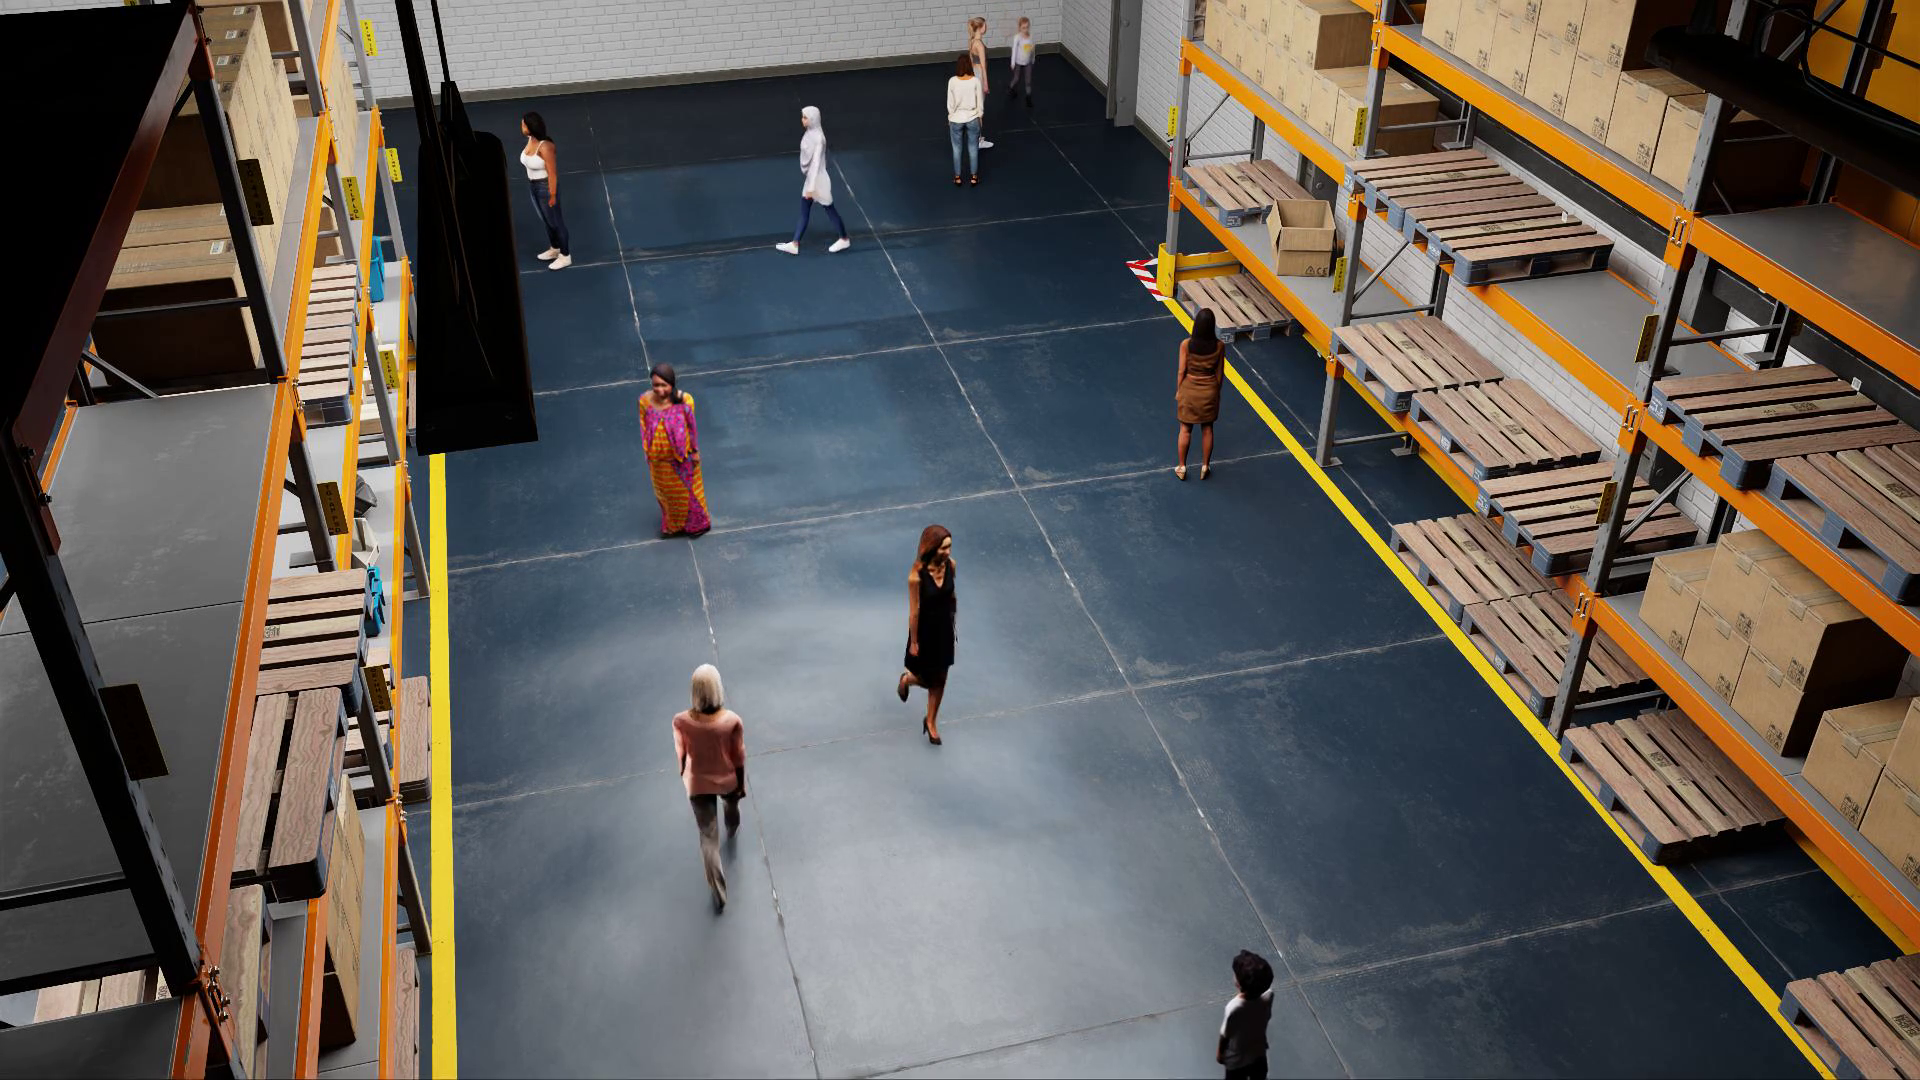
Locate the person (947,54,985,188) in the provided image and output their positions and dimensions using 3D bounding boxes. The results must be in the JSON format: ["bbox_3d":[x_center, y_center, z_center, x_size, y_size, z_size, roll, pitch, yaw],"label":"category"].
[{"bbox_3d":[0.062,-5.254,20.830,0.689,1.682,0.672,4,34,6],"label":"person"}]

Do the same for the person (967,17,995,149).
[{"bbox_3d":[0.230,-6.066,22.029,0.653,1.707,0.503,-14,36,-19],"label":"person"}]

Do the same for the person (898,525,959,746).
[{"bbox_3d":[-0.260,0.653,11.820,0.775,1.819,0.898,-23,40,-31],"label":"person"}]

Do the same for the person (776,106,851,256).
[{"bbox_3d":[-1.544,-4.072,19.006,0.826,1.732,1.099,-14,36,-20],"label":"person"}]

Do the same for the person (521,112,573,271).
[{"bbox_3d":[-4.665,-3.960,18.770,0.773,1.807,0.643,-20,39,-28],"label":"person"}]

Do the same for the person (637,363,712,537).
[{"bbox_3d":[-2.431,-0.777,14.114,0.746,1.659,0.756,-1,34,-1],"label":"person"}]

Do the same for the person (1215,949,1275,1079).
[{"bbox_3d":[1.580,2.765,9.154,0.526,1.252,0.525,-16,37,-22],"label":"person"}]

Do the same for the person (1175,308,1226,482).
[{"bbox_3d":[2.137,-1.298,14.871,0.610,1.690,0.584,0,34,0],"label":"person"}]

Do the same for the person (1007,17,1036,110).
[{"bbox_3d":[0.868,-6.763,23.490,0.575,1.250,0.889,-13,36,-19],"label":"person"}]

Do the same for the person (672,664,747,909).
[{"bbox_3d":[-1.574,1.588,10.541,0.736,1.676,1.143,-3,34,-5],"label":"person"}]
